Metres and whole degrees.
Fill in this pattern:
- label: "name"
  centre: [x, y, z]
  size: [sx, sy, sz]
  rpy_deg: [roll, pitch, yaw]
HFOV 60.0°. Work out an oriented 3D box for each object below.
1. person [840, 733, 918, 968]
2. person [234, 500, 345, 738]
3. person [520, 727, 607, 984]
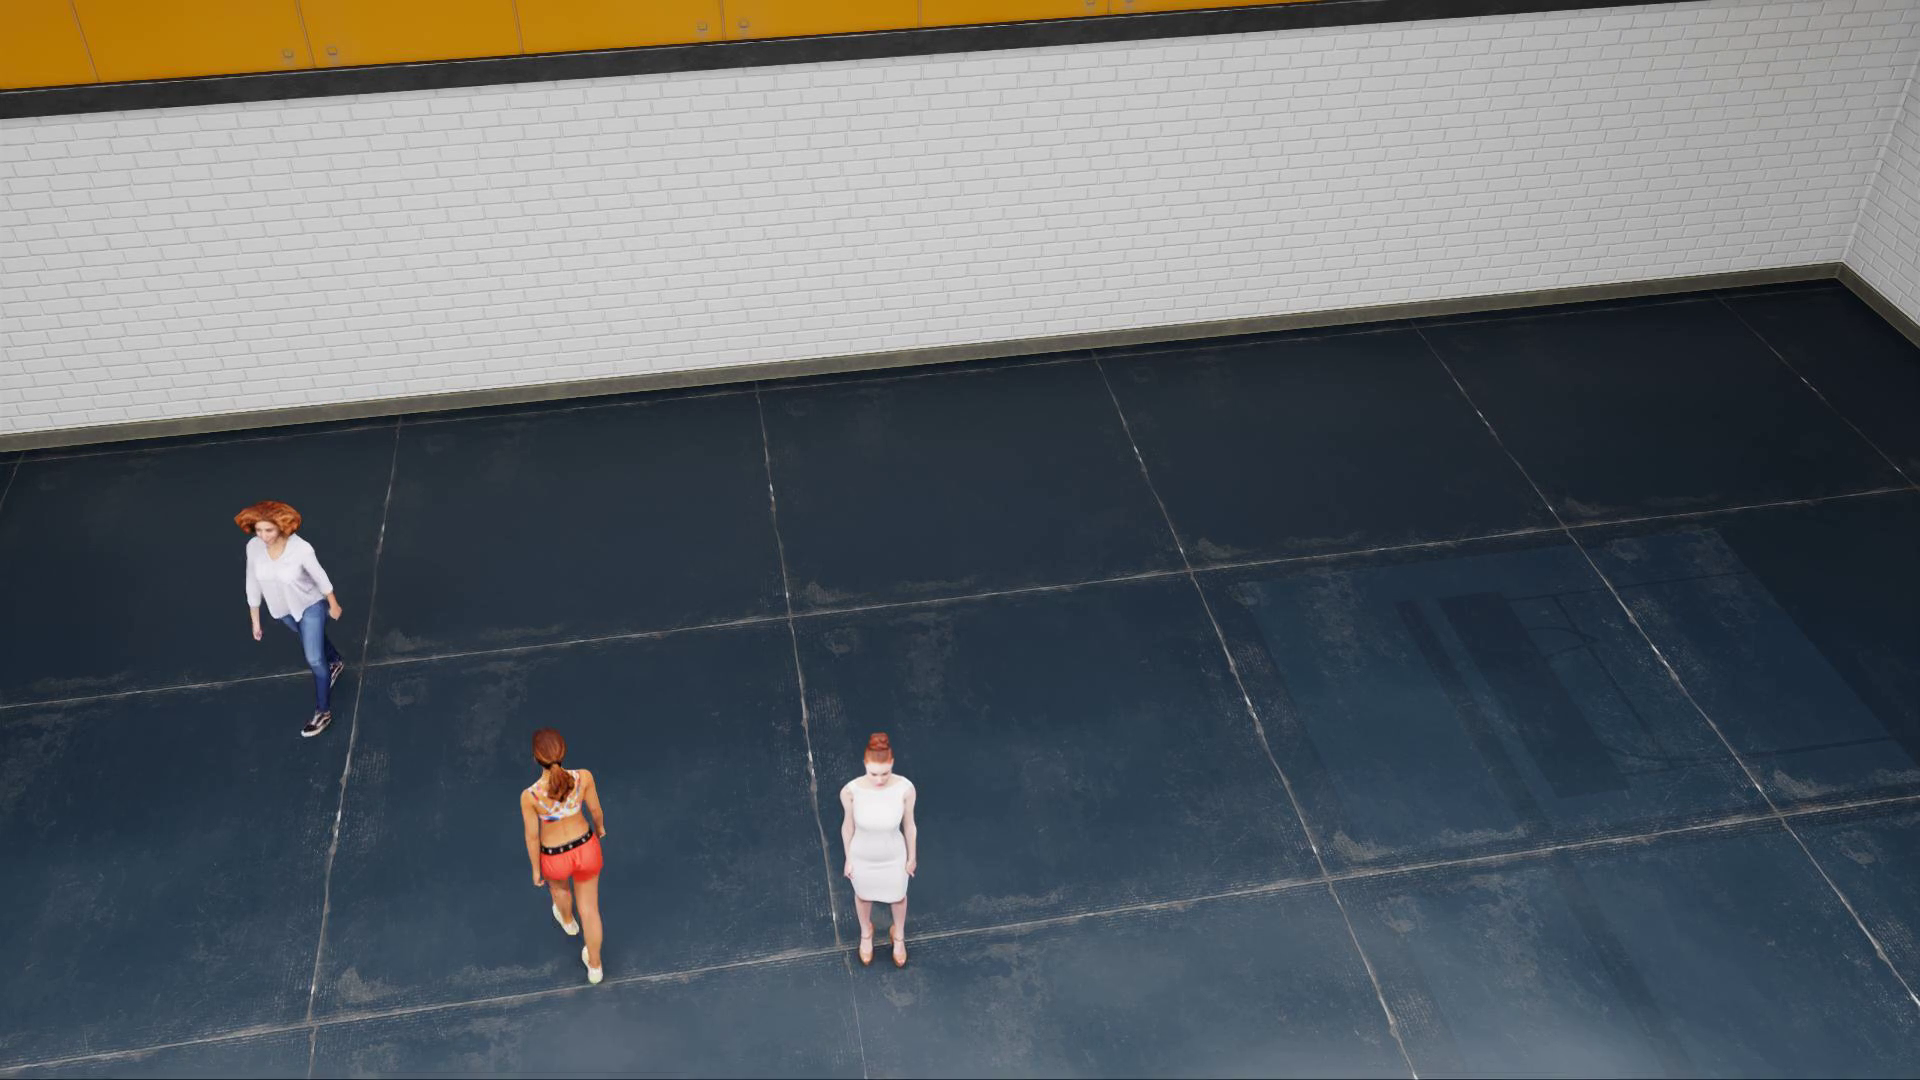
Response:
- label: "person"
  centre: [-0.440, 1.722, 9.143]
  size: [0.580, 1.794, 0.525]
  rpy_deg: [-1, 39, -2]
- label: "person"
  centre: [-4.309, 0.352, 10.950]
  size: [0.900, 1.679, 1.111]
  rpy_deg: [9, 39, 11]
- label: "person"
  centre: [-2.112, 1.780, 9.086]
  size: [0.752, 1.774, 0.941]
  rpy_deg: [-17, 41, -20]
